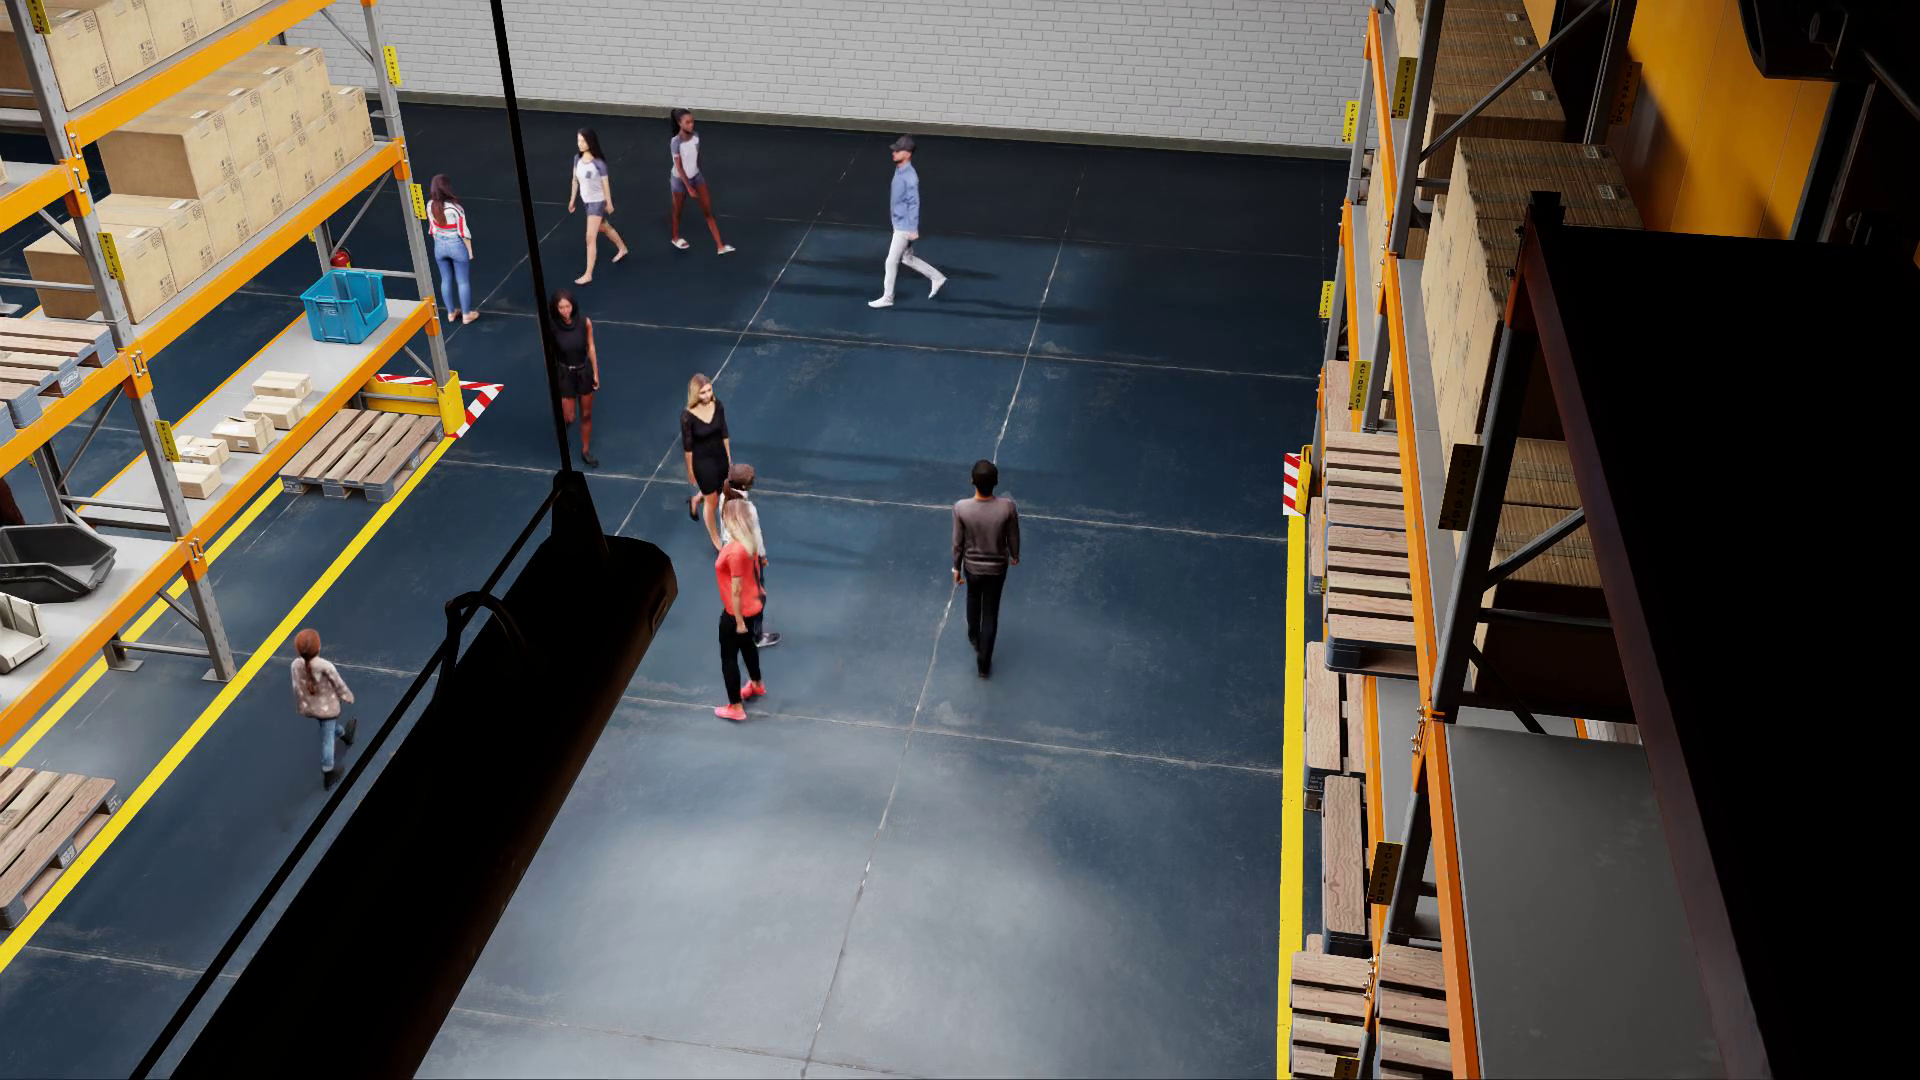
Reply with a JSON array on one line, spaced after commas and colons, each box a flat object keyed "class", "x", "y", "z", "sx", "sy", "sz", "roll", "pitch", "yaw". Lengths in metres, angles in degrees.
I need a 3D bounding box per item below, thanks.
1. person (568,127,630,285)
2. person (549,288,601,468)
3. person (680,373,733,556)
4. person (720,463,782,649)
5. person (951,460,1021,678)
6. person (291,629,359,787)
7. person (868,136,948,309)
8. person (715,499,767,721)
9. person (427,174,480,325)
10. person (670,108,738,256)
[{"class": "person", "x": -3.957, "y": -3.724, "z": 18.282, "sx": 0.976, "sy": 1.660, "sz": 1.212, "roll": 24, "pitch": 40, "yaw": 31}, {"class": "person", "x": -3.464, "y": -1.472, "z": 14.831, "sx": 0.770, "sy": 1.729, "sz": 0.833, "roll": -17, "pitch": 37, "yaw": -24}, {"class": "person", "x": -2.109, "y": -0.653, "z": 13.664, "sx": 0.889, "sy": 1.657, "sz": 0.893, "roll": -25, "pitch": 41, "yaw": -32}, {"class": "person", "x": -1.686, "y": 0.076, "z": 12.663, "sx": 0.749, "sy": 1.551, "sz": 0.698, "roll": 13, "pitch": 36, "yaw": 19}, {"class": "person", "x": 0.182, "y": 0.248, "z": 12.227, "sx": 0.843, "sy": 1.748, "sz": 0.688, "roll": 6, "pitch": 34, "yaw": 8}, {"class": "person", "x": -4.392, "y": 1.165, "z": 11.374, "sx": 0.507, "sy": 1.164, "sz": 0.802, "roll": 6, "pitch": 34, "yaw": 9}, {"class": "person", "x": -0.522, "y": -3.343, "z": 17.529, "sx": 1.000, "sy": 1.859, "sz": 1.151, "roll": -7, "pitch": 34, "yaw": -11}, {"class": "person", "x": -1.492, "y": 0.461, "z": 11.972, "sx": 0.803, "sy": 1.676, "sz": 0.573, "roll": -3, "pitch": 34, "yaw": -4}, {"class": "person", "x": -5.291, "y": -3.022, "z": 17.270, "sx": 0.587, "sy": 1.611, "sz": 0.491, "roll": 6, "pitch": 34, "yaw": 9}, {"class": "person", "x": -3.134, "y": -4.012, "z": 18.702, "sx": 1.046, "sy": 1.675, "sz": 1.189, "roll": 23, "pitch": 40, "yaw": 31}]
